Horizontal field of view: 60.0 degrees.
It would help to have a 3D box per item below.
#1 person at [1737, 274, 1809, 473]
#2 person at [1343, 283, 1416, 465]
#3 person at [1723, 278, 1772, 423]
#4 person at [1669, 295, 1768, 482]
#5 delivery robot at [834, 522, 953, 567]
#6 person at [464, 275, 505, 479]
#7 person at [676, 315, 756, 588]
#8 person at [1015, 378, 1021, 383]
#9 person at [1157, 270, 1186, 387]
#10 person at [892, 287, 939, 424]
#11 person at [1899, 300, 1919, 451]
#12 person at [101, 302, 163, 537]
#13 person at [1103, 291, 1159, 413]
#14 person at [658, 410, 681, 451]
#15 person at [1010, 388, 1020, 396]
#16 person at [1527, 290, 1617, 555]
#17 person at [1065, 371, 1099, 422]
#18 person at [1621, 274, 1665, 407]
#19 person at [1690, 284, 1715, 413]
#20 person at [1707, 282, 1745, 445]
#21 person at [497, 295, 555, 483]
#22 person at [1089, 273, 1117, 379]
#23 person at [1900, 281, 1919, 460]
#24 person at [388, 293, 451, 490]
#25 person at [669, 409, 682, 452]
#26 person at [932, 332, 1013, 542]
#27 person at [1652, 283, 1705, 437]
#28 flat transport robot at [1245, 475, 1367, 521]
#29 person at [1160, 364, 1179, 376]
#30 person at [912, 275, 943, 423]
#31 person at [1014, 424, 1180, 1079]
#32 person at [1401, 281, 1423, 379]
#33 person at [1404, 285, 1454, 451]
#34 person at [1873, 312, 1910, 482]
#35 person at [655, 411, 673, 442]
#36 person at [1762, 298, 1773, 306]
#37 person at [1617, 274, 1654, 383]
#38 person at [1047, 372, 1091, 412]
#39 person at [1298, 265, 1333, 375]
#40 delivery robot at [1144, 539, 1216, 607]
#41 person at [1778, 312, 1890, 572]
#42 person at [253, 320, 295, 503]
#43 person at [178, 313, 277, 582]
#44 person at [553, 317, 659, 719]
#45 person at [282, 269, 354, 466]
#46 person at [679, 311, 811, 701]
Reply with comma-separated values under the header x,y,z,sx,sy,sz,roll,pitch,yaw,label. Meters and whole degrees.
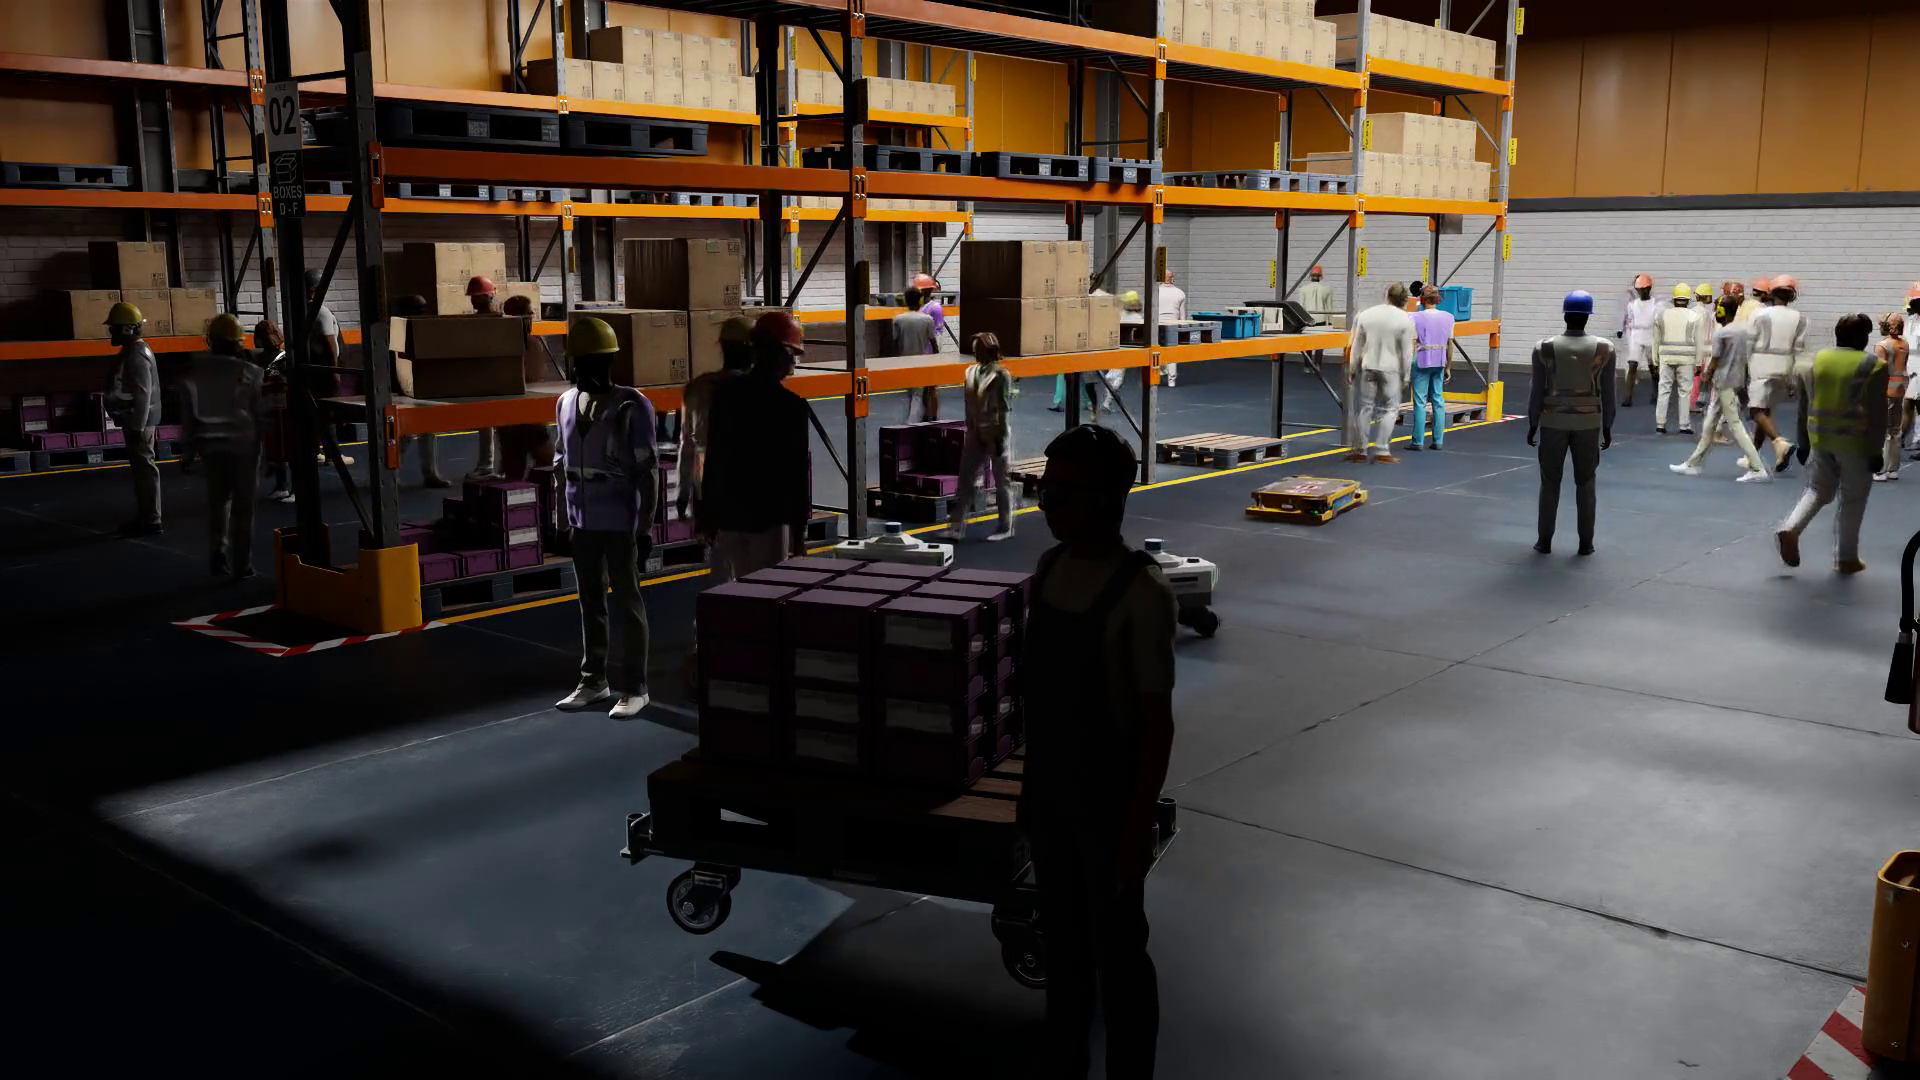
x,y,z,sx,sy,sz,roll,pitch,yaw,label
8.205,-1.665,16.706,0.640,2.003,0.892,-1,10,-5,person
4.377,-1.730,17.401,0.761,1.904,0.384,8,13,37,person
10.226,-2.446,21.523,1.029,1.865,0.550,-4,11,-22,person
7.471,-1.474,16.204,0.534,1.813,1.019,-8,13,-39,person
-0.413,0.133,10.312,0.707,0.478,0.477,2,10,13,delivery robot
-4.580,-1.557,16.109,0.622,1.990,0.402,6,12,31,person
-1.330,-0.298,9.283,0.618,1.888,0.806,3,10,17,person
0.331,-1.967,18.675,0.627,1.905,0.982,6,12,30,person
3.328,-3.418,26.994,0.649,1.896,0.400,-1,10,-5,person
-0.485,-1.956,18.882,0.523,1.815,0.954,4,11,21,person
10.646,-1.879,18.609,0.320,1.763,0.522,-3,10,-14,person
-6.495,-0.944,13.075,0.403,1.833,0.590,-6,12,-31,person
2.347,-2.572,22.792,0.480,1.675,0.908,9,14,43,person
-2.988,-1.953,18.766,1.002,1.860,0.623,-7,12,-33,person
0.574,-3.161,25.156,0.824,2.018,0.637,-5,11,-25,person
4.507,-0.863,12.282,0.614,1.945,0.402,3,10,16,person
1.523,-2.236,20.863,0.556,1.687,0.588,4,11,19,person
9.841,-2.862,23.871,0.544,1.895,1.006,8,13,39,person
10.194,-2.640,22.920,0.316,1.769,0.523,0,10,2,person
8.798,-2.012,19.049,0.450,1.869,0.614,6,12,31,person
-3.383,-0.946,12.903,0.671,1.891,0.425,7,12,36,person
2.357,-3.713,28.896,0.981,1.828,0.538,7,12,35,person
10.045,-1.777,17.632,0.892,1.902,0.557,1,10,3,person
-5.115,-1.387,15.597,0.454,1.839,0.646,4,11,21,person
-2.912,-1.871,18.048,0.635,1.937,0.352,6,11,29,person
0.125,-0.759,12.621,0.758,1.606,0.541,-9,14,-43,person
8.628,-2.160,19.986,0.594,1.837,0.404,8,13,38,person
2.987,-0.371,14.254,0.652,0.197,1.431,5,11,28,flat transport robot
3.677,-3.701,29.350,0.590,1.615,0.547,1,10,6,person
-0.394,-2.304,20.648,0.544,1.945,0.552,-7,12,-35,person
0.305,0.637,4.037,0.346,1.846,0.507,-7,12,-33,person
7.775,-3.582,28.479,0.316,1.695,0.542,-7,12,-34,person
5.213,-1.901,18.494,0.570,1.840,0.372,-3,10,-15,person
8.969,-1.380,16.104,0.521,1.639,0.311,-7,12,-33,person
-3.443,-2.084,19.358,0.403,1.906,0.547,-7,12,-36,person
12.944,-3.240,26.712,0.497,1.633,0.279,2,10,13,person
11.323,-3.512,27.741,0.643,1.820,0.662,-4,11,-23,person
1.568,-2.612,22.925,0.600,1.713,0.692,2,10,12,person
6.373,-3.940,29.817,0.636,1.952,1.017,1,10,7,person
1.127,0.236,9.725,0.707,0.478,0.477,-3,10,-17,delivery robot
6.056,-0.657,11.486,0.678,1.824,0.628,-6,12,-30,person
-6.079,-1.139,14.787,0.497,1.626,0.288,8,12,37,person
-4.926,-0.615,11.240,0.628,1.816,0.428,-1,10,-3,person
-1.727,-0.104,8.022,0.594,1.925,0.368,5,11,28,person
-6.661,-1.798,17.342,0.672,2.000,0.536,6,12,33,person
-0.991,-0.101,7.919,0.657,1.955,0.626,8,13,37,person
